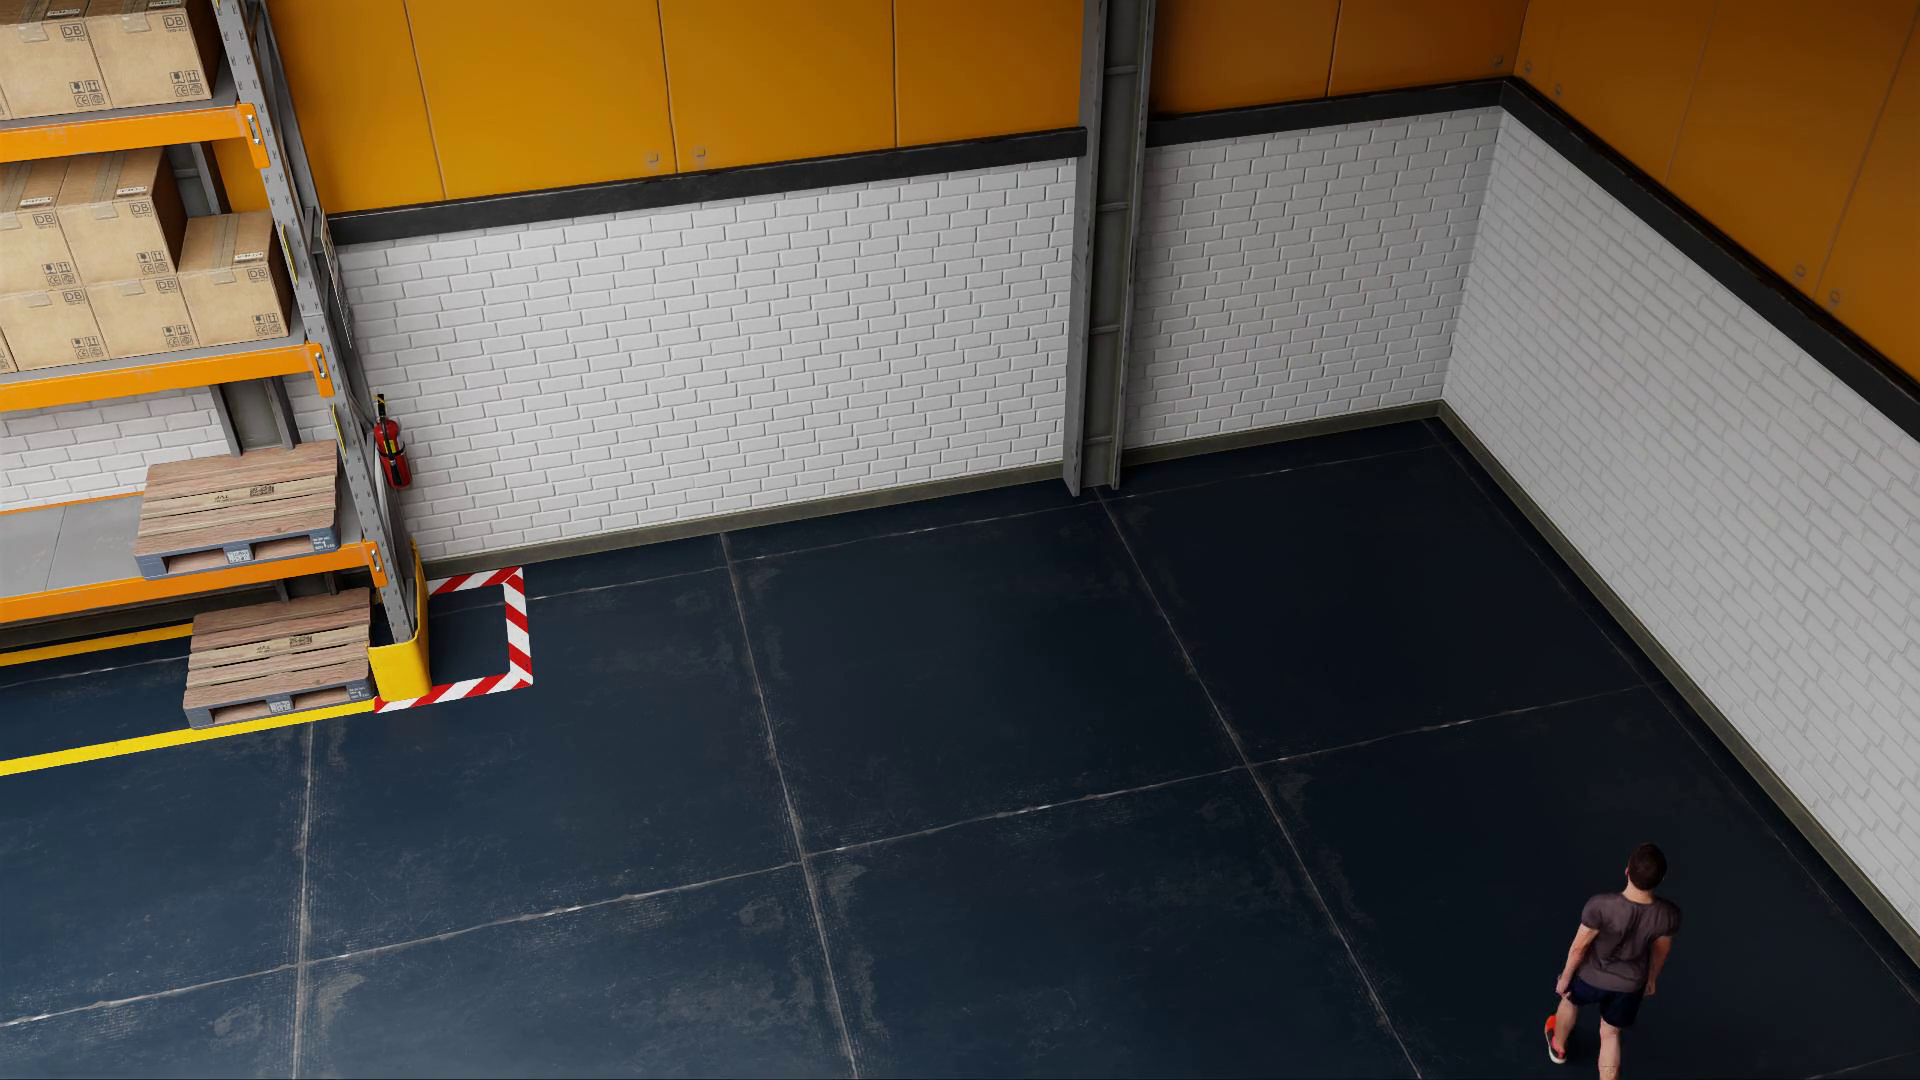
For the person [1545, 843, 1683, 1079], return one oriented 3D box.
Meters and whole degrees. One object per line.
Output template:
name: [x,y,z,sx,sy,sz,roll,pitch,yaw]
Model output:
person: [3.333,2.309,8.522,1.136,1.828,0.993,5,39,6]
